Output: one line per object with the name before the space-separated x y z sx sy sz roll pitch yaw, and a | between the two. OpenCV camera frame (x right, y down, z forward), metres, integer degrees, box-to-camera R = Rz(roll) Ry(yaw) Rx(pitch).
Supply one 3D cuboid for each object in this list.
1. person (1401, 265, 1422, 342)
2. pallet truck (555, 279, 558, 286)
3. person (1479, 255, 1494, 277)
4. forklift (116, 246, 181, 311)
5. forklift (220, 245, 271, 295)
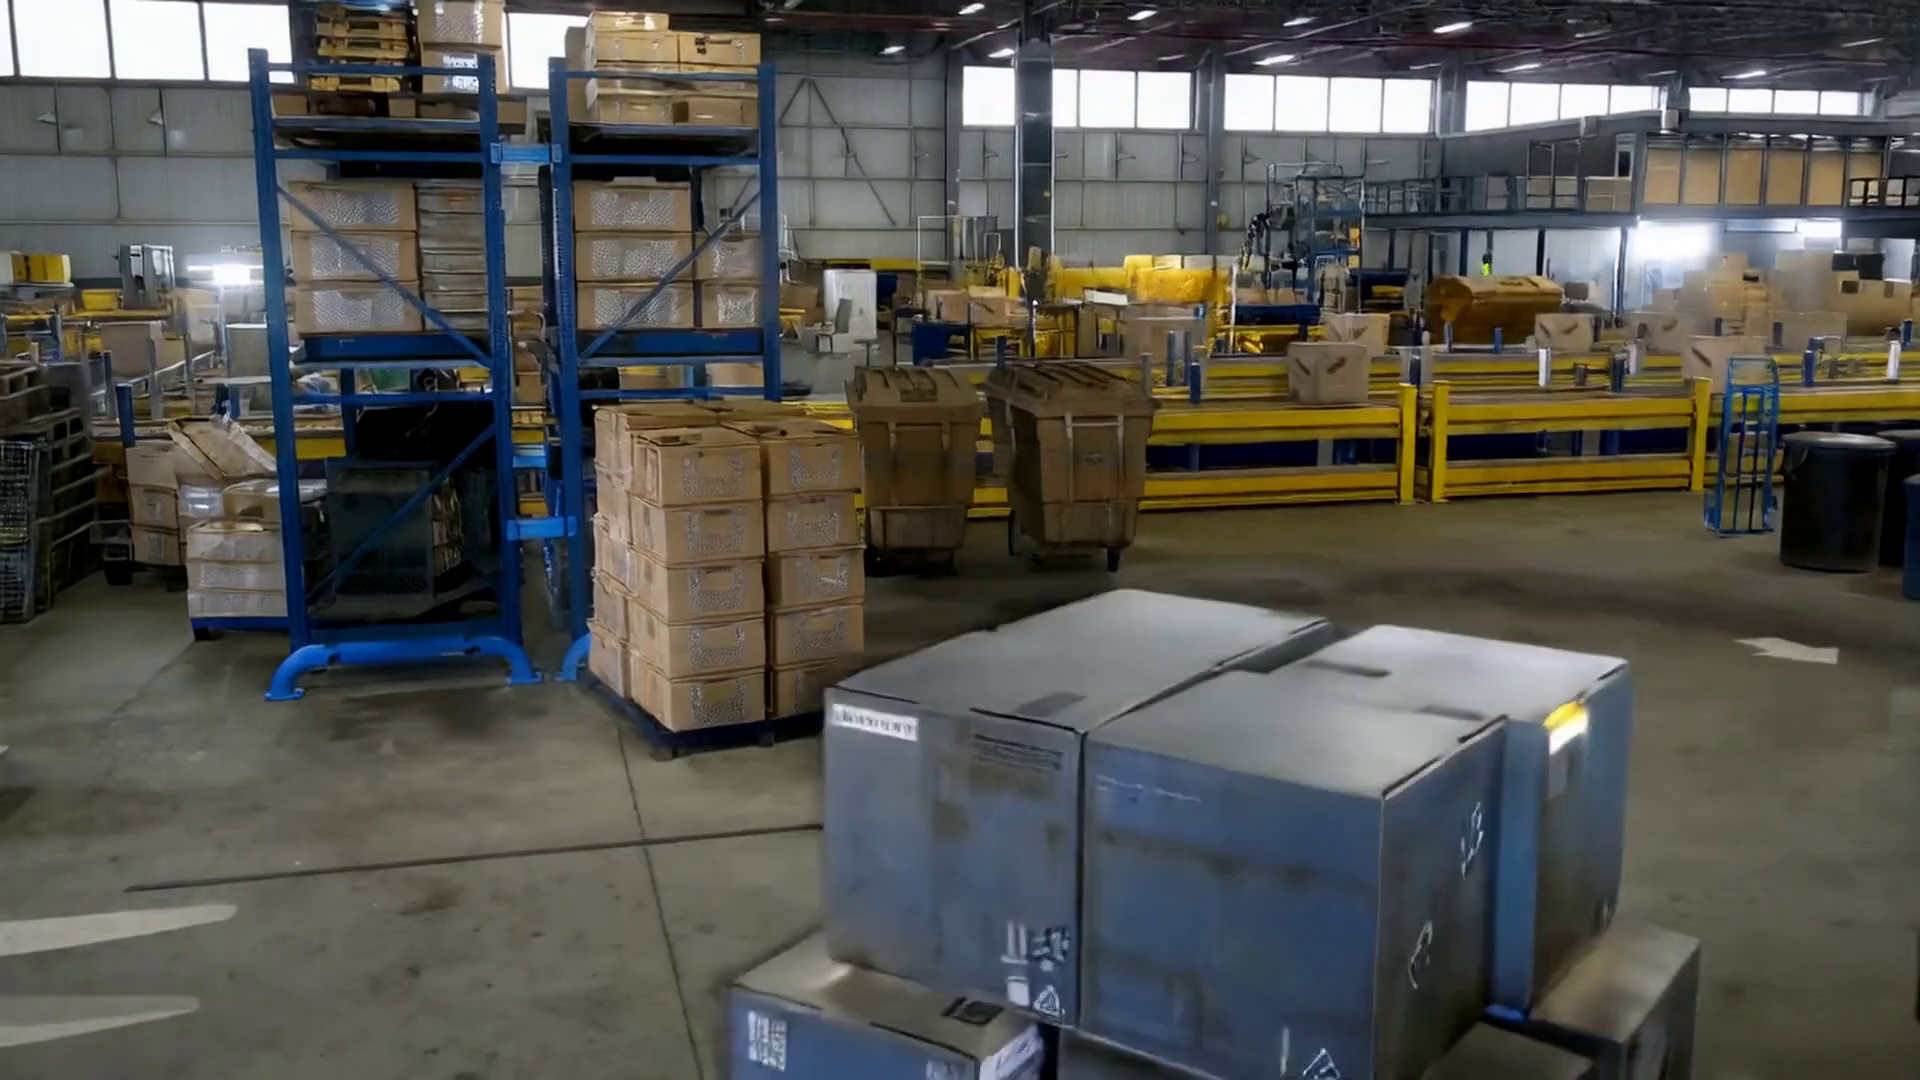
person | 8.753 -4.431 32.203 0.522 1.768 0.313 -9 13 -41
pallet truck | -10.604 -6.375 44.520 0.653 1.274 1.630 -3 10 -15
person | 17.827 -8.714 56.249 0.587 1.854 0.906 -3 11 -18
forklift | -19.966 -6.232 40.894 1.157 1.987 2.680 -3 10 -15
forklift | -17.749 -6.334 41.440 1.157 1.987 2.680 -3 10 -17
